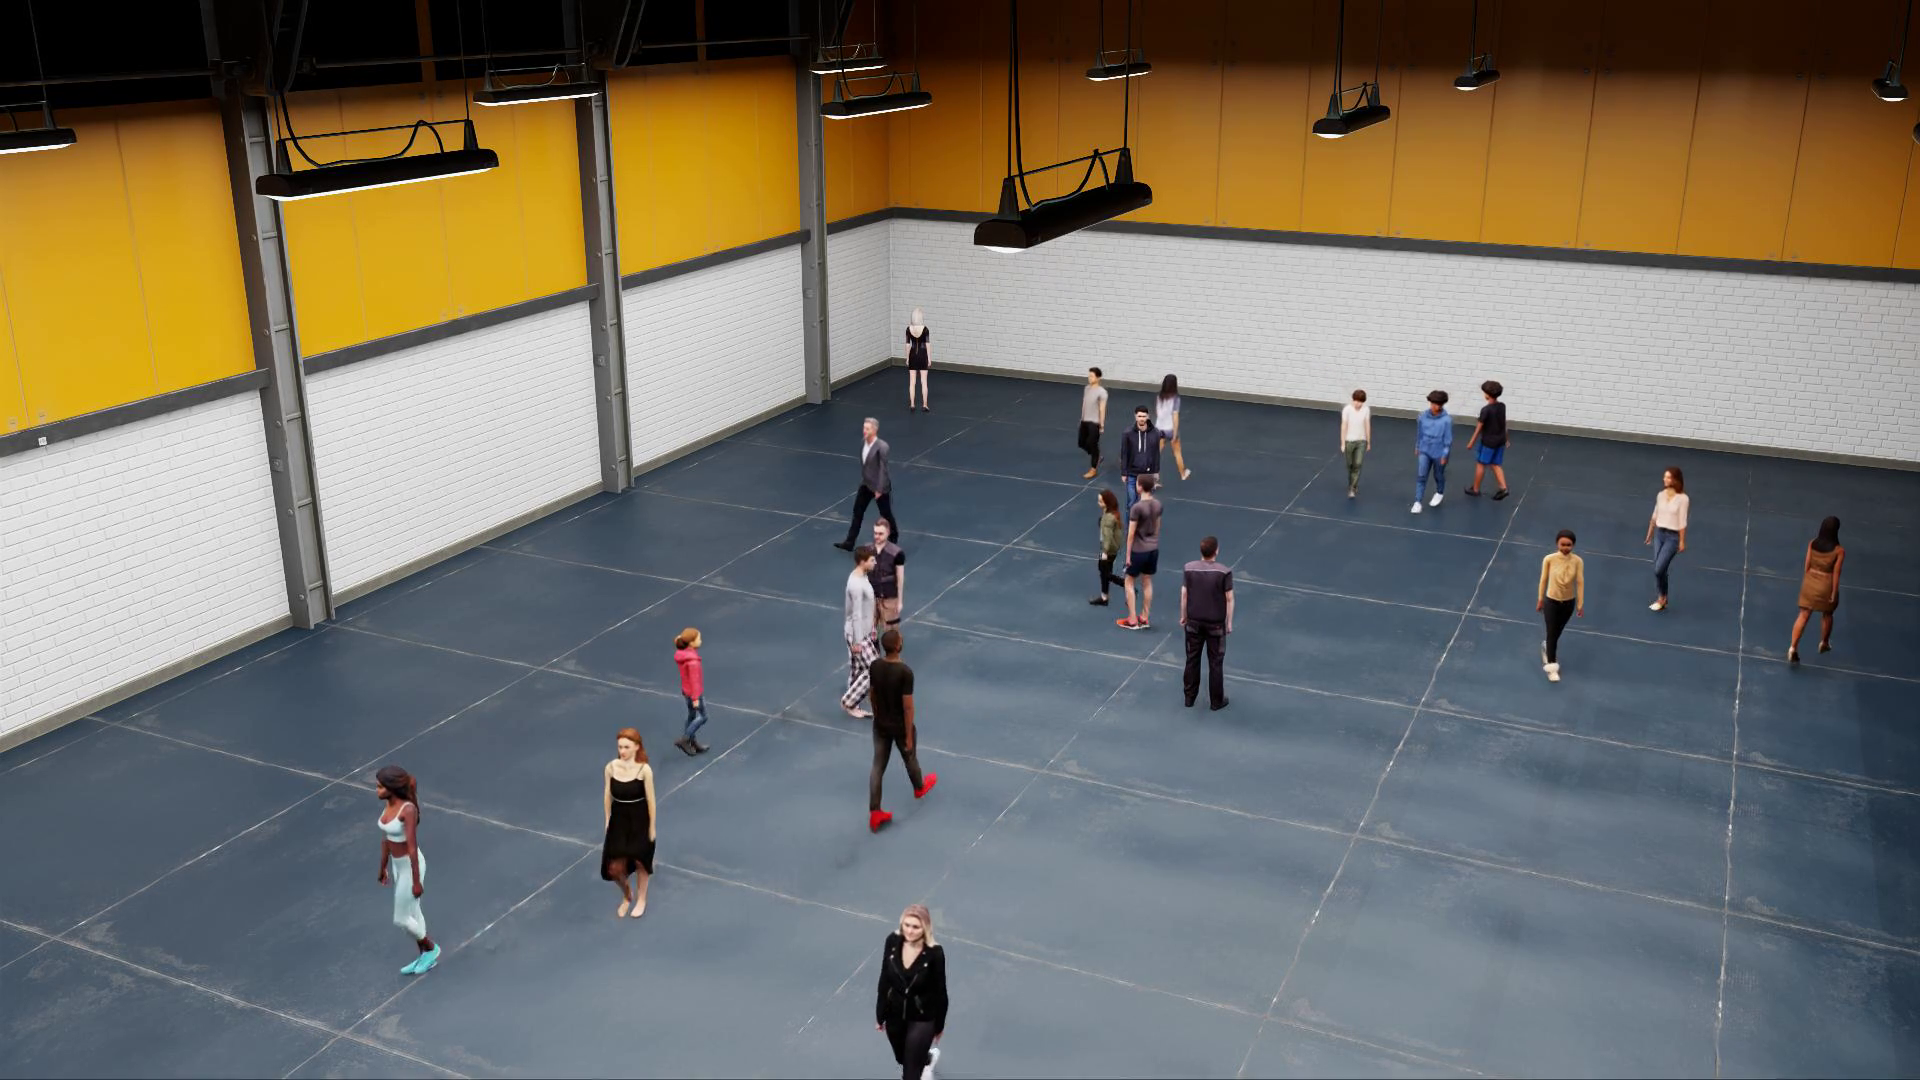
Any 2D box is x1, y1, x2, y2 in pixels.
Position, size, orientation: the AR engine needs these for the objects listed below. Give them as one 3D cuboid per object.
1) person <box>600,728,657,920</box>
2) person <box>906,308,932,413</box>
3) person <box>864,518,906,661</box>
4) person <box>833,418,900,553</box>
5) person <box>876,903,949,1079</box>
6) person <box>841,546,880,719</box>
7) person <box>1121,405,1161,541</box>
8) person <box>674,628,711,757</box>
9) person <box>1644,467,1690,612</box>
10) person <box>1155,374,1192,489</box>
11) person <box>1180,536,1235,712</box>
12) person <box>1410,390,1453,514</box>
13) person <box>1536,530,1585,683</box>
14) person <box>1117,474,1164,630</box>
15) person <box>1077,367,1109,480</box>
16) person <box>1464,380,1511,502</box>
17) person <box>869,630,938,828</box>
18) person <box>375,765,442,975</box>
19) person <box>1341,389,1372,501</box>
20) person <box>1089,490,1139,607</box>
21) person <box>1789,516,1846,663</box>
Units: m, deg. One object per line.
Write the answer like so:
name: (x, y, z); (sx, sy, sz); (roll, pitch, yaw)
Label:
person: (-2.600, 2.225, 13.312); (0.674, 1.618, 0.707); (2, 19, 6)
person: (-0.728, -3.128, 28.876); (0.636, 1.829, 0.594); (3, 19, 9)
person: (-0.783, 0.590, 17.852); (0.702, 1.819, 0.660); (7, 20, 20)
person: (-1.047, -0.717, 21.769); (1.285, 1.796, 1.031); (-17, 25, -40)
person: (-0.286, 3.060, 10.761); (0.614, 1.663, 1.037); (8, 20, 21)
person: (-1.106, 0.940, 16.788); (0.826, 1.835, 0.758); (0, 19, 0)
person: (2.411, -0.898, 22.161); (0.761, 1.889, 0.746); (0, 19, -1)
person: (-2.635, 1.481, 16.002); (0.715, 1.311, 0.656); (-7, 20, -20)
person: (8.445, -0.009, 19.693); (0.790, 1.778, 0.737); (-8, 20, -23)
person: (2.982, -1.552, 24.431); (0.771, 1.680, 1.168); (14, 23, 35)
person: (2.525, 0.842, 17.064); (0.695, 1.845, 0.556); (9, 20, 24)
person: (6.698, -1.253, 23.440); (0.814, 1.745, 1.202); (13, 23, 34)
person: (6.451, 0.666, 17.940); (0.830, 1.620, 1.177); (3, 19, 7)
person: (2.143, 0.131, 19.160); (0.677, 1.854, 0.794); (-13, 23, -34)
person: (2.063, -1.790, 25.091); (0.846, 1.709, 0.780); (-13, 23, -34)
person: (7.643, -1.410, 23.876); (1.133, 1.765, 1.139); (-9, 21, -26)
person: (-0.650, 1.691, 14.667); (0.757, 1.765, 1.165); (11, 21, 29)
person: (-4.069, 2.457, 12.465); (0.701, 1.720, 0.689); (-15, 24, -38)
person: (5.730, -1.418, 24.143); (0.700, 1.609, 1.096); (4, 19, 12)
person: (1.839, 0.114, 19.825); (0.843, 1.462, 0.848); (0, 19, -1)
person: (9.328, 0.583, 18.147); (1.152, 1.645, 0.900); (-14, 23, -36)
